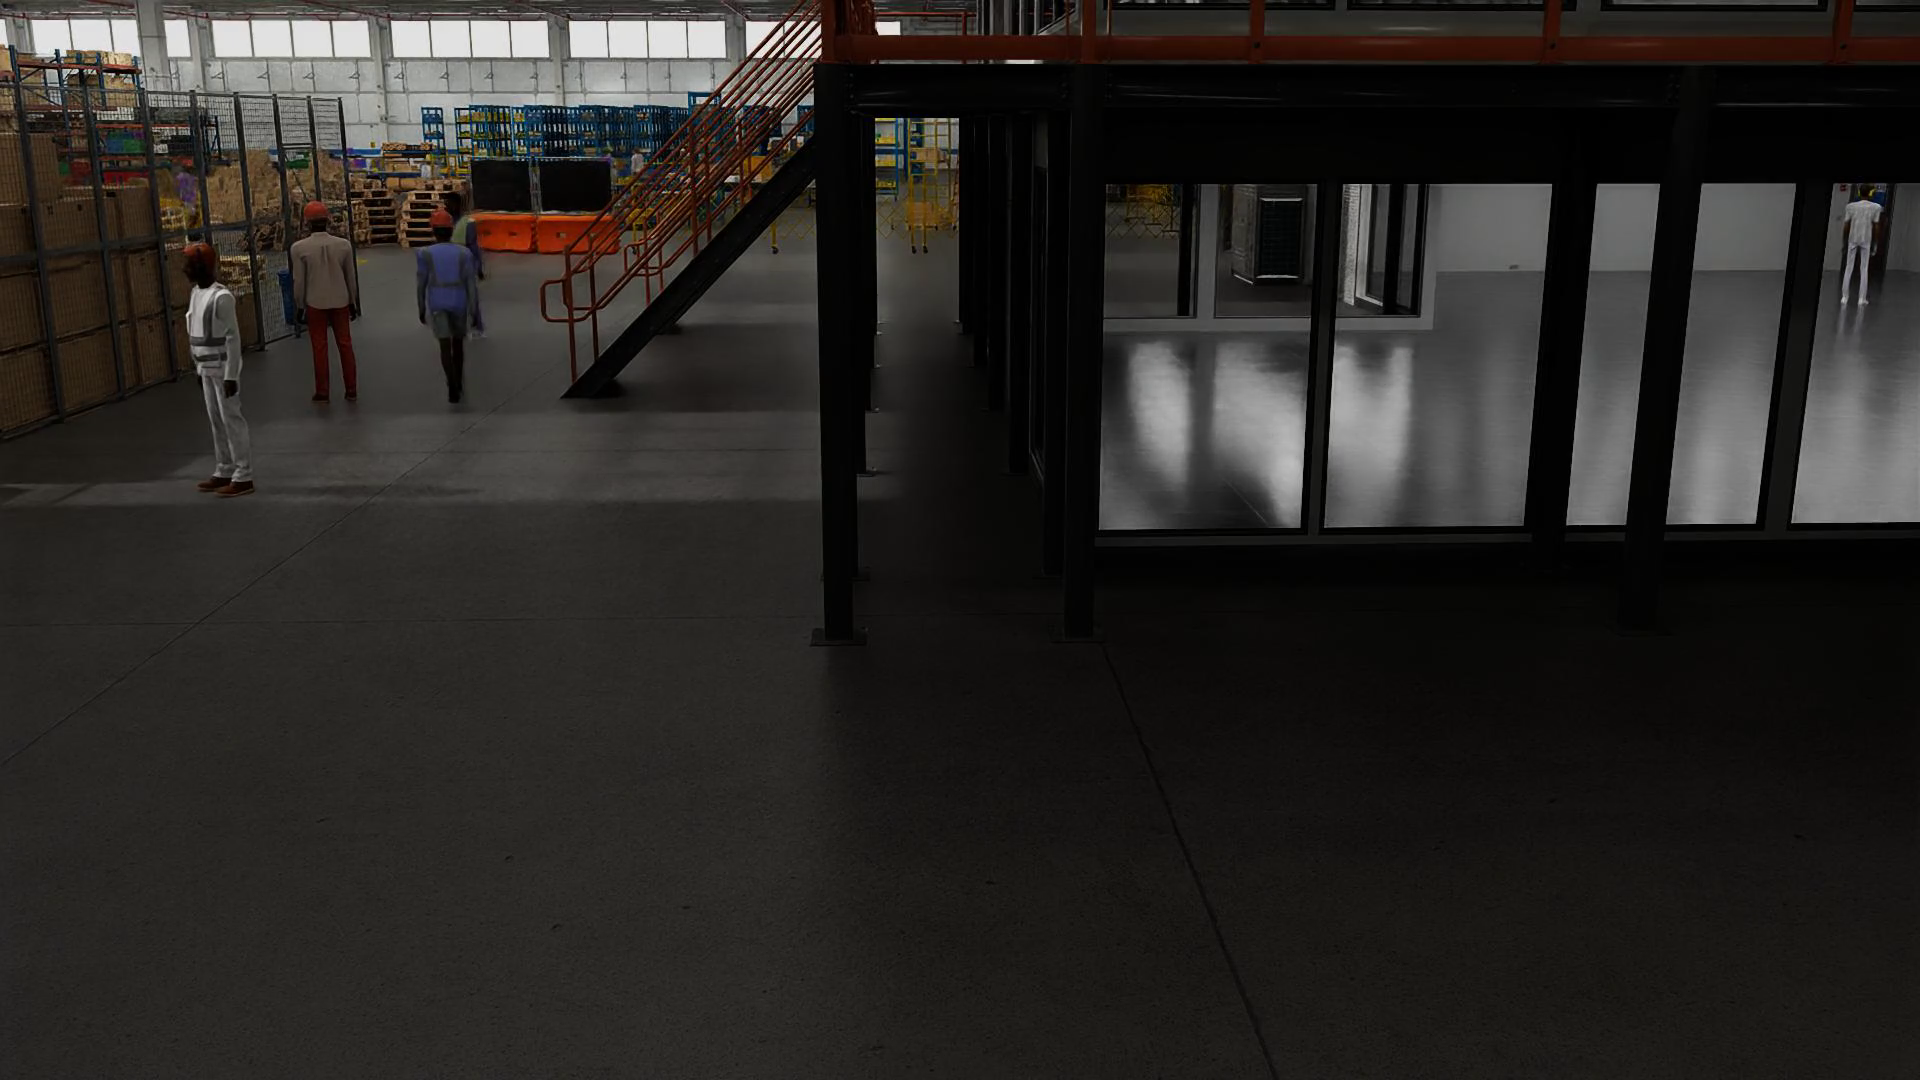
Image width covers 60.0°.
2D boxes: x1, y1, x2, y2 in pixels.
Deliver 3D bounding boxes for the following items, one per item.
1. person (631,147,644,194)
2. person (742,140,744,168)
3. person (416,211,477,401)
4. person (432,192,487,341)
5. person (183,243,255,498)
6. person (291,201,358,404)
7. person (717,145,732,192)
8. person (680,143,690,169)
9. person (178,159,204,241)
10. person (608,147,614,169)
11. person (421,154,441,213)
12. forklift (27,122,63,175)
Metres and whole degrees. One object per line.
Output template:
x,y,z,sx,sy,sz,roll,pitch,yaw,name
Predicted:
-12.104,-13.753,62.324,0.406,1.895,0.661,7,16,26,person
-11.258,-19.914,86.854,0.606,1.944,1.072,2,14,7,person
-5.196,-2.375,16.848,0.561,1.889,0.986,-5,15,-21,person
-6.498,-3.491,21.304,0.623,1.878,0.950,12,18,39,person
-5.529,-1.255,12.372,0.575,1.883,0.362,13,19,43,person
-6.293,-2.350,16.516,0.612,1.997,0.375,-11,18,-36,person
-8.246,-12.893,58.569,0.393,2.041,0.613,13,19,42,person
-13.872,-19.221,84.279,0.601,1.831,0.404,-5,15,-21,person
-18.261,-8.101,39.669,0.570,1.912,0.673,9,17,32,person
-15.305,-16.463,73.428,0.784,1.733,0.553,0,14,0,person
-16.665,-11.239,52.414,0.598,1.816,0.585,-1,14,-3,person
-35.376,-14.773,64.377,1.129,2.768,1.873,-1,14,-2,forklift
